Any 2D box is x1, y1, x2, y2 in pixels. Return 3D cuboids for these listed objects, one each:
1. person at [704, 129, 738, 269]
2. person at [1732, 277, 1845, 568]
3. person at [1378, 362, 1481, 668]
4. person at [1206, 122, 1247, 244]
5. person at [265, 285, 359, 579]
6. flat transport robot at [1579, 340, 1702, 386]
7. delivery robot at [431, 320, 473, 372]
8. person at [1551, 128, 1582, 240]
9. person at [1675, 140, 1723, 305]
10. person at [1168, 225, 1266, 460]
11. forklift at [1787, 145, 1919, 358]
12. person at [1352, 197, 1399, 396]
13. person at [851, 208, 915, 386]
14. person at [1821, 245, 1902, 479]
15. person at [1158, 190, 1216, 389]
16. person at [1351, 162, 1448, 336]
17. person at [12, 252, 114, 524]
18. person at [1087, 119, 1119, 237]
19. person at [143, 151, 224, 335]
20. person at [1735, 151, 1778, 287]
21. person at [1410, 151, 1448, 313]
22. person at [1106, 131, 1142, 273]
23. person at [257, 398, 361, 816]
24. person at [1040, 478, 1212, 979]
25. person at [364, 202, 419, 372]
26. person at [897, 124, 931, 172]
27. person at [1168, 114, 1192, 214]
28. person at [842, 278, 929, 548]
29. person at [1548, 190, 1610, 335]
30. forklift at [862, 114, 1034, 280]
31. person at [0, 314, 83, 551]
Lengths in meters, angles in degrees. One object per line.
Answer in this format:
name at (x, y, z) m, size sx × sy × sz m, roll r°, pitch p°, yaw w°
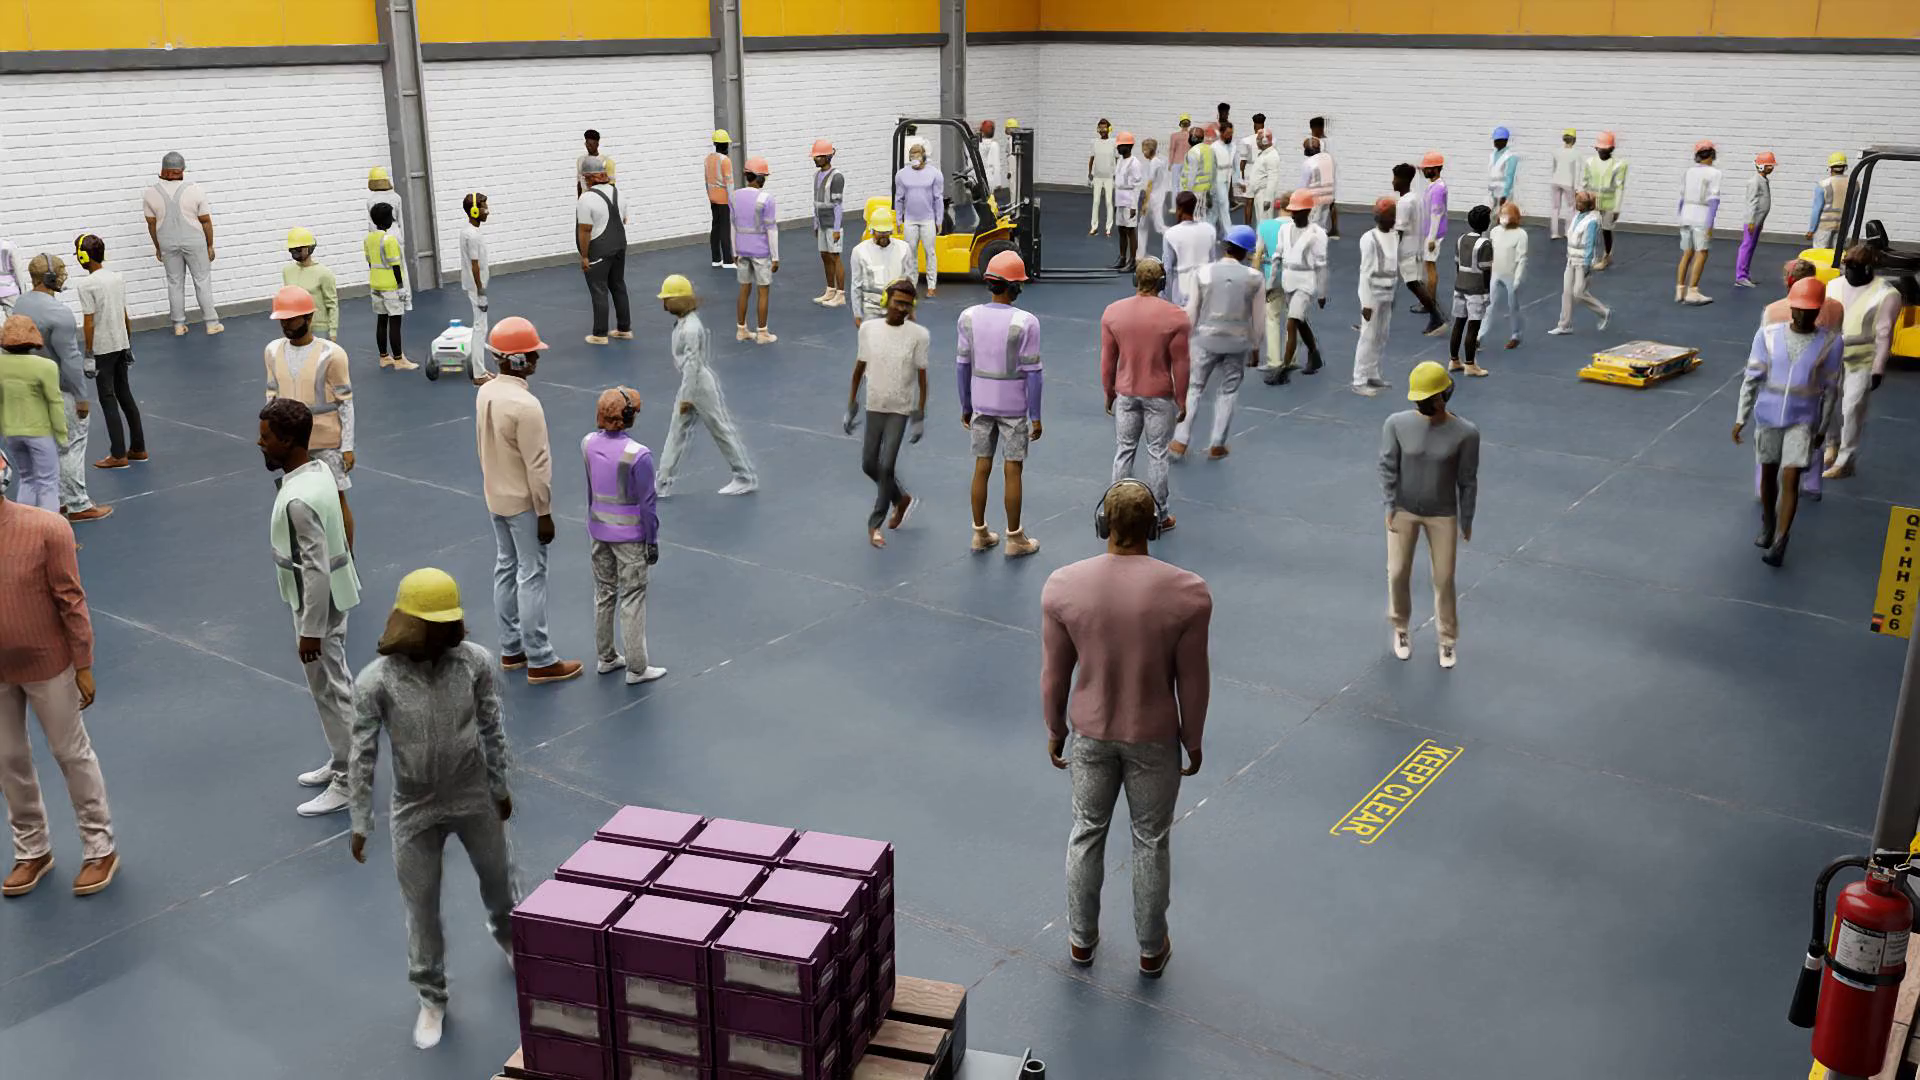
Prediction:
person at (-3.354, -4.798, 23.448) m, size 0.367 × 1.927 × 0.584 m, roll -16°, pitch 24°, yaw -41°
person at (5.417, -0.782, 10.945) m, size 0.562 × 1.883 × 0.994 m, roll 12°, pitch 21°, yaw 33°
person at (2.567, -0.135, 9.182) m, size 0.532 × 1.732 × 0.433 m, roll 7°, pitch 19°, yaw 22°
person at (4.124, -5.476, 25.659) m, size 0.903 × 1.878 × 0.595 m, roll 16°, pitch 23°, yaw 40°
person at (-4.046, -0.624, 10.373) m, size 0.543 × 1.939 × 0.370 m, roll 3°, pitch 18°, yaw 8°
flat transport robot at (6.864, -1.793, 16.725) m, size 0.652 × 0.197 × 1.431 m, roll 17°, pitch 24°, yaw 42°
delivery robot at (-5.022, -1.956, 16.624) m, size 0.477 × 0.478 × 0.707 m, roll 0°, pitch 18°, yaw -1°
person at (9.606, -5.640, 26.357) m, size 0.452 × 1.749 × 0.539 m, roll -17°, pitch 24°, yaw -42°
person at (9.187, -3.946, 20.683) m, size 0.521 × 1.990 × 0.734 m, roll -7°, pitch 19°, yaw -21°
person at (2.075, -1.589, 13.464) m, size 0.770 × 1.895 × 0.444 m, roll 2°, pitch 18°, yaw 6°
forklift at (9.803, -2.879, 17.013) m, size 2.313 × 2.155 × 1.214 m, roll 12°, pitch 21°, yaw 33°
person at (3.963, -2.311, 15.792) m, size 0.402 × 1.871 × 0.712 m, roll 16°, pitch 23°, yaw 40°
person at (-0.704, -2.151, 15.346) m, size 0.606 × 1.818 × 0.403 m, roll -6°, pitch 19°, yaw -19°
person at (6.925, -1.385, 12.940) m, size 0.461 × 1.824 × 0.650 m, roll -11°, pitch 21°, yaw -31°
person at (2.105, -2.383, 15.920) m, size 0.606 × 1.898 × 0.722 m, roll -11°, pitch 21°, yaw -31°
person at (5.022, -3.249, 18.627) m, size 1.044 × 1.919 × 0.616 m, roll 5°, pitch 19°, yaw 17°
person at (-6.370, -1.063, 11.772) m, size 0.635 × 1.929 × 0.382 m, roll 12°, pitch 21°, yaw 33°
person at (2.310, -5.821, 26.741) m, size 0.535 × 1.868 × 0.309 m, roll 5°, pitch 18°, yaw 16°
person at (-8.702, -3.328, 18.667) m, size 0.683 × 2.000 × 0.537 m, roll -3°, pitch 18°, yaw -9°
person at (10.523, -4.236, 21.966) m, size 0.328 × 1.753 × 0.560 m, roll 13°, pitch 22°, yaw 35°
person at (5.641, -3.691, 19.988) m, size 0.390 × 1.929 × 0.546 m, roll 3°, pitch 18°, yaw 11°
person at (2.284, -4.672, 23.037) m, size 0.378 × 1.938 × 0.547 m, roll -8°, pitch 19°, yaw -23°
person at (-2.909, 0.296, 7.527) m, size 0.382 × 1.918 × 0.597 m, roll -6°, pitch 19°, yaw -18°
person at (0.607, 0.716, 6.199) m, size 0.625 × 1.933 × 0.376 m, roll 4°, pitch 18°, yaw 14°
person at (-5.772, -2.552, 16.794) m, size 0.531 × 1.698 × 0.320 m, roll 15°, pitch 23°, yaw 39°
person at (-0.773, -5.778, 26.566) m, size 0.630 × 1.915 × 0.445 m, roll -3°, pitch 18°, yaw -8°
person at (3.987, -6.729, 29.771) m, size 0.531 × 1.755 × 0.339 m, roll -3°, pitch 18°, yaw -9°
person at (-0.496, -0.885, 11.380) m, size 0.591 × 1.826 × 0.610 m, roll 5°, pitch 18°, yaw 16°
person at (6.984, -3.094, 18.598) m, size 0.588 × 1.623 × 0.525 m, roll -2°, pitch 18°, yaw -7°
forklift at (-0.171, -4.594, 22.377) m, size 2.313 × 2.155 × 1.214 m, roll 1°, pitch 18°, yaw 3°
person at (-6.191, -0.690, 11.106) m, size 0.506 × 1.615 × 0.358 m, roll 2°, pitch 18°, yaw 6°
